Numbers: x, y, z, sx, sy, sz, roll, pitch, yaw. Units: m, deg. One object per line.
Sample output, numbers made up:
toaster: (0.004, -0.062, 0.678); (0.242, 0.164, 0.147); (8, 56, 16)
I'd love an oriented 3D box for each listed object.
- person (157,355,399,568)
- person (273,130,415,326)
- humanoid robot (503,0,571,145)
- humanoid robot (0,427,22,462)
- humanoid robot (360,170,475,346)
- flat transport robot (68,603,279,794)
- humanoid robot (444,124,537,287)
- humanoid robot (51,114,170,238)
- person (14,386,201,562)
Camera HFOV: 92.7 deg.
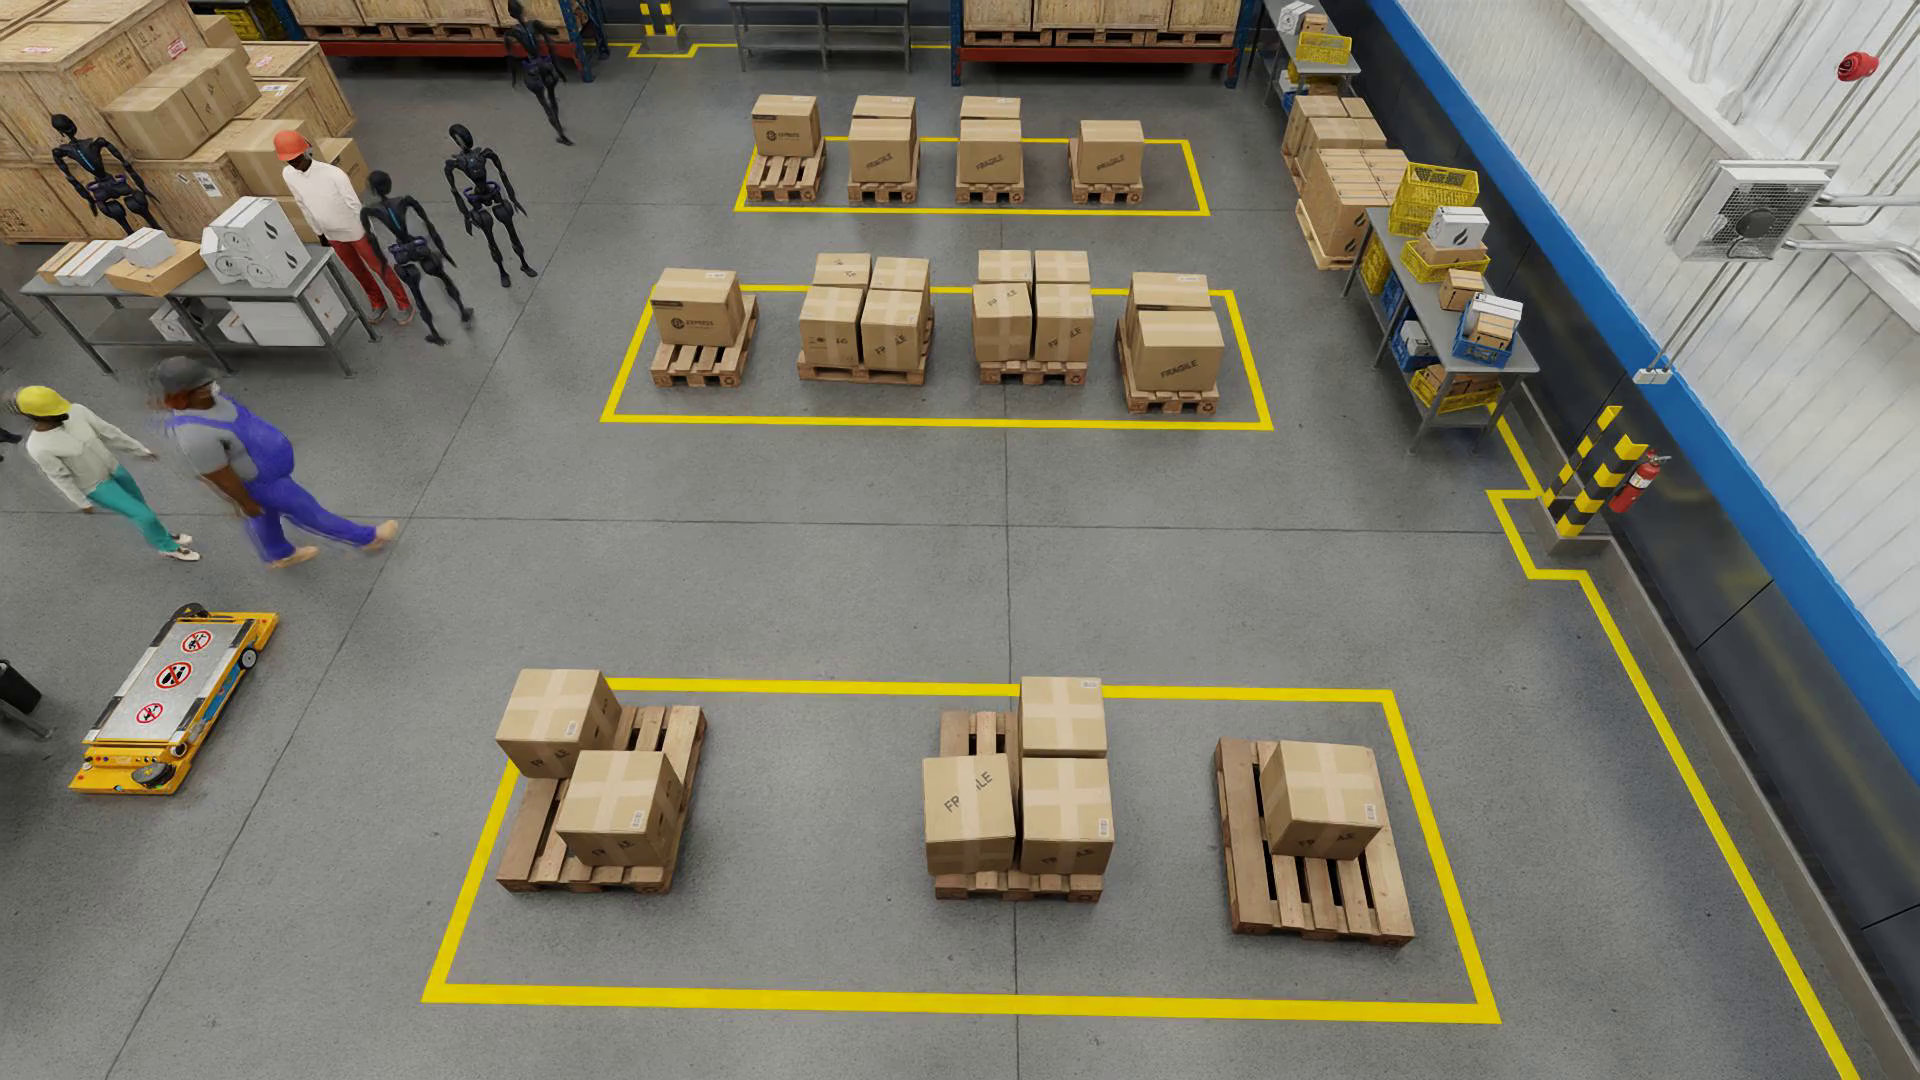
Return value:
person: (-5.049, -0.579, 6.697); (1.011, 2.000, 0.696); (-26, 55, -21)
person: (-5.872, -2.930, 8.725); (0.615, 1.986, 0.405); (3, 50, 3)
humanoid robot: (-5.266, -5.799, 11.362); (0.692, 1.638, 0.593); (34, 58, 25)
humanoid robot: (-8.661, -1.318, 7.563); (0.365, 1.649, 0.596); (-3, 50, -2)
humanoid robot: (-5.187, -2.686, 8.723); (0.620, 1.622, 0.529); (-29, 56, -22)
flat transport robot: (-5.504, 1.072, 6.442); (0.652, 0.197, 1.431); (1, 50, 1)
humanoid robot: (-4.769, -3.382, 9.294); (0.608, 1.661, 0.314); (-32, 57, -24)
humanoid robot: (-8.687, -3.556, 9.444); (0.583, 1.657, 0.328); (-27, 55, -21)
person: (-6.299, -0.470, 6.800); (0.568, 1.734, 0.579); (-3, 50, -3)
